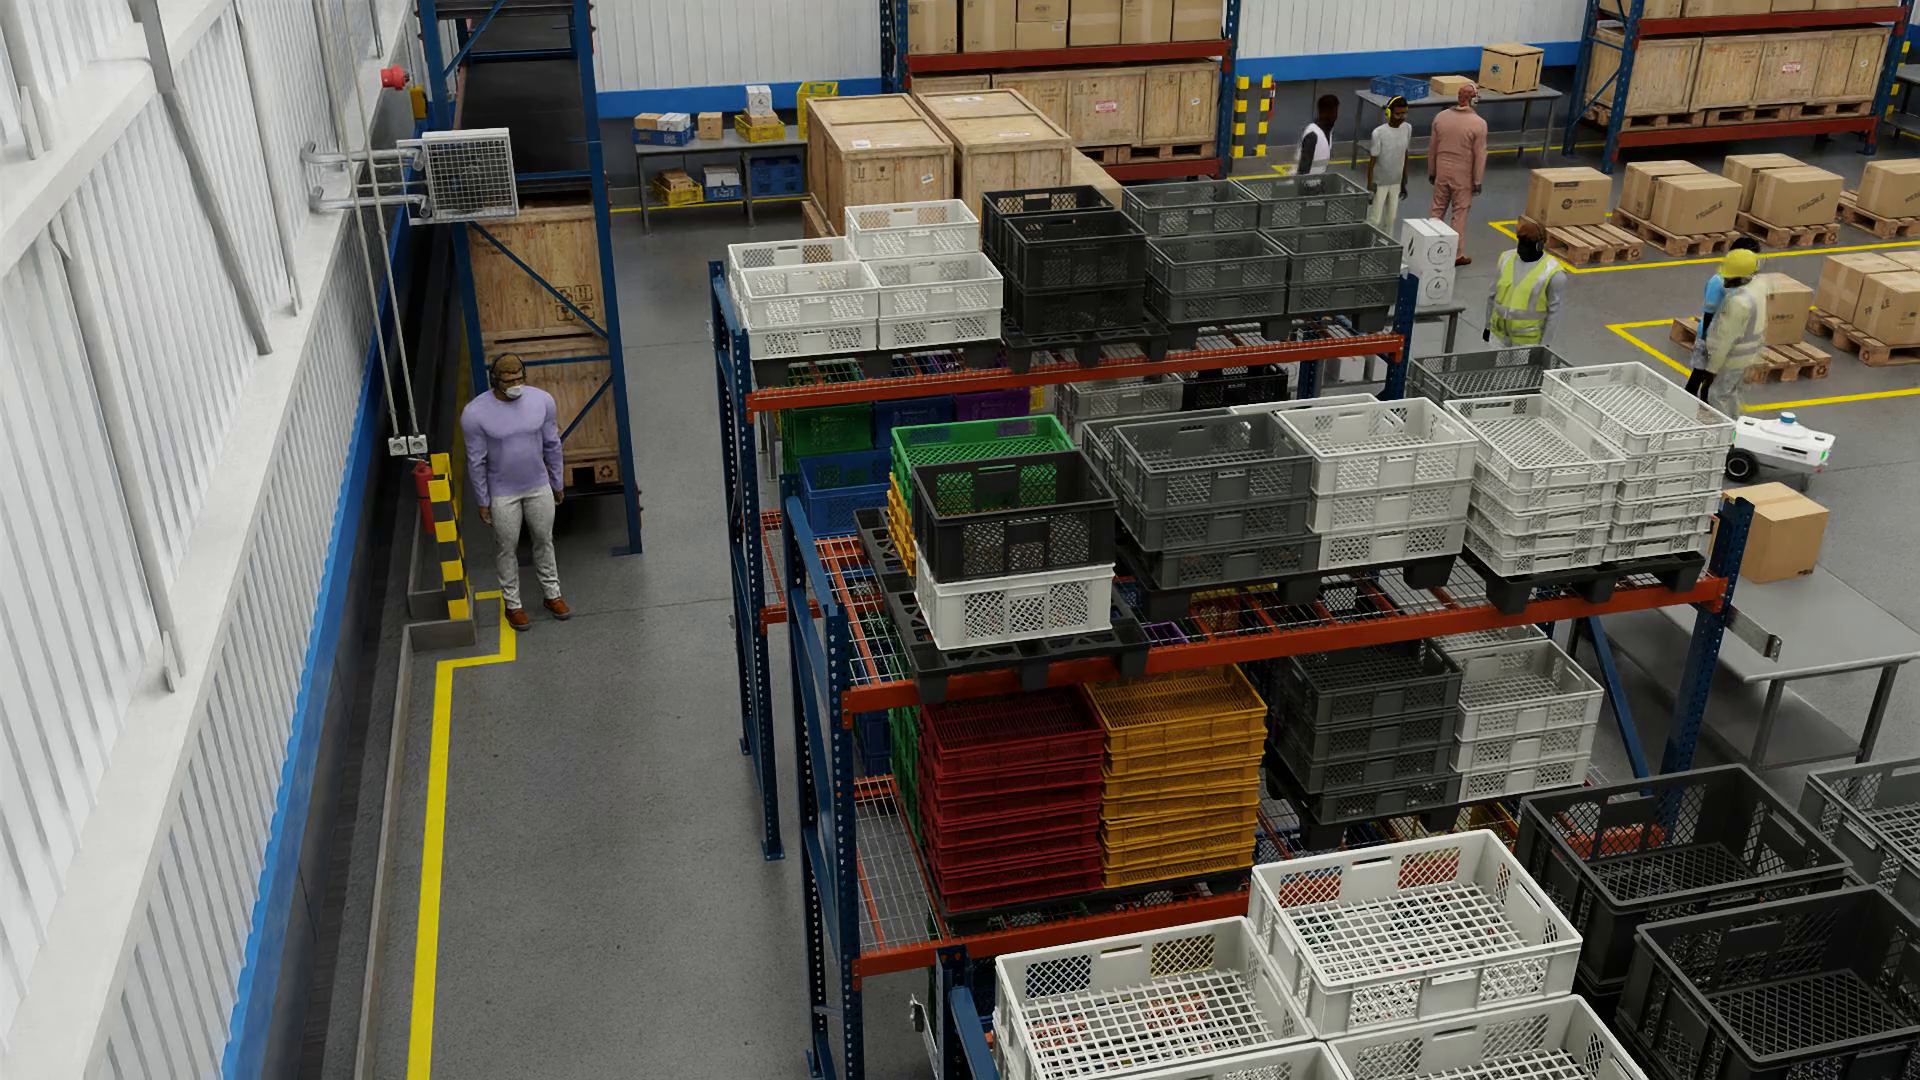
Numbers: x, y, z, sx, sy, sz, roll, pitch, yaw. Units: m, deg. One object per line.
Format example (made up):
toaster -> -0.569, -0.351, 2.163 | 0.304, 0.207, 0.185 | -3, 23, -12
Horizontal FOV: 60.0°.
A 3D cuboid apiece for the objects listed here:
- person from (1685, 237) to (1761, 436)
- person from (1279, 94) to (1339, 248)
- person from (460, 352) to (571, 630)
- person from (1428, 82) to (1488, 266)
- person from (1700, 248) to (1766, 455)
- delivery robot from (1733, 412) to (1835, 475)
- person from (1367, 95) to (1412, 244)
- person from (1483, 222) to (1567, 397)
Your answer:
person -> 6.263, -1.681, 13.690 | 0.534, 1.692, 0.322 | -15, 31, -26
person -> 3.580, -3.671, 17.283 | 0.452, 1.871, 0.668 | 15, 31, 26
person -> -2.880, -0.334, 10.888 | 0.625, 1.933, 0.374 | -17, 32, -29
person -> 5.273, -3.878, 17.634 | 0.401, 1.907, 0.648 | -23, 36, -37
person -> 6.108, -1.479, 13.211 | 0.420, 1.785, 0.667 | 21, 35, 35
delivery robot -> 6.456, -0.762, 13.064 | 0.707, 0.478, 0.477 | 18, 33, 31
person -> 4.473, -3.717, 17.389 | 0.520, 1.858, 0.332 | -13, 30, -23
person -> 4.532, -1.686, 13.544 | 0.429, 1.842, 0.637 | -21, 34, -34
